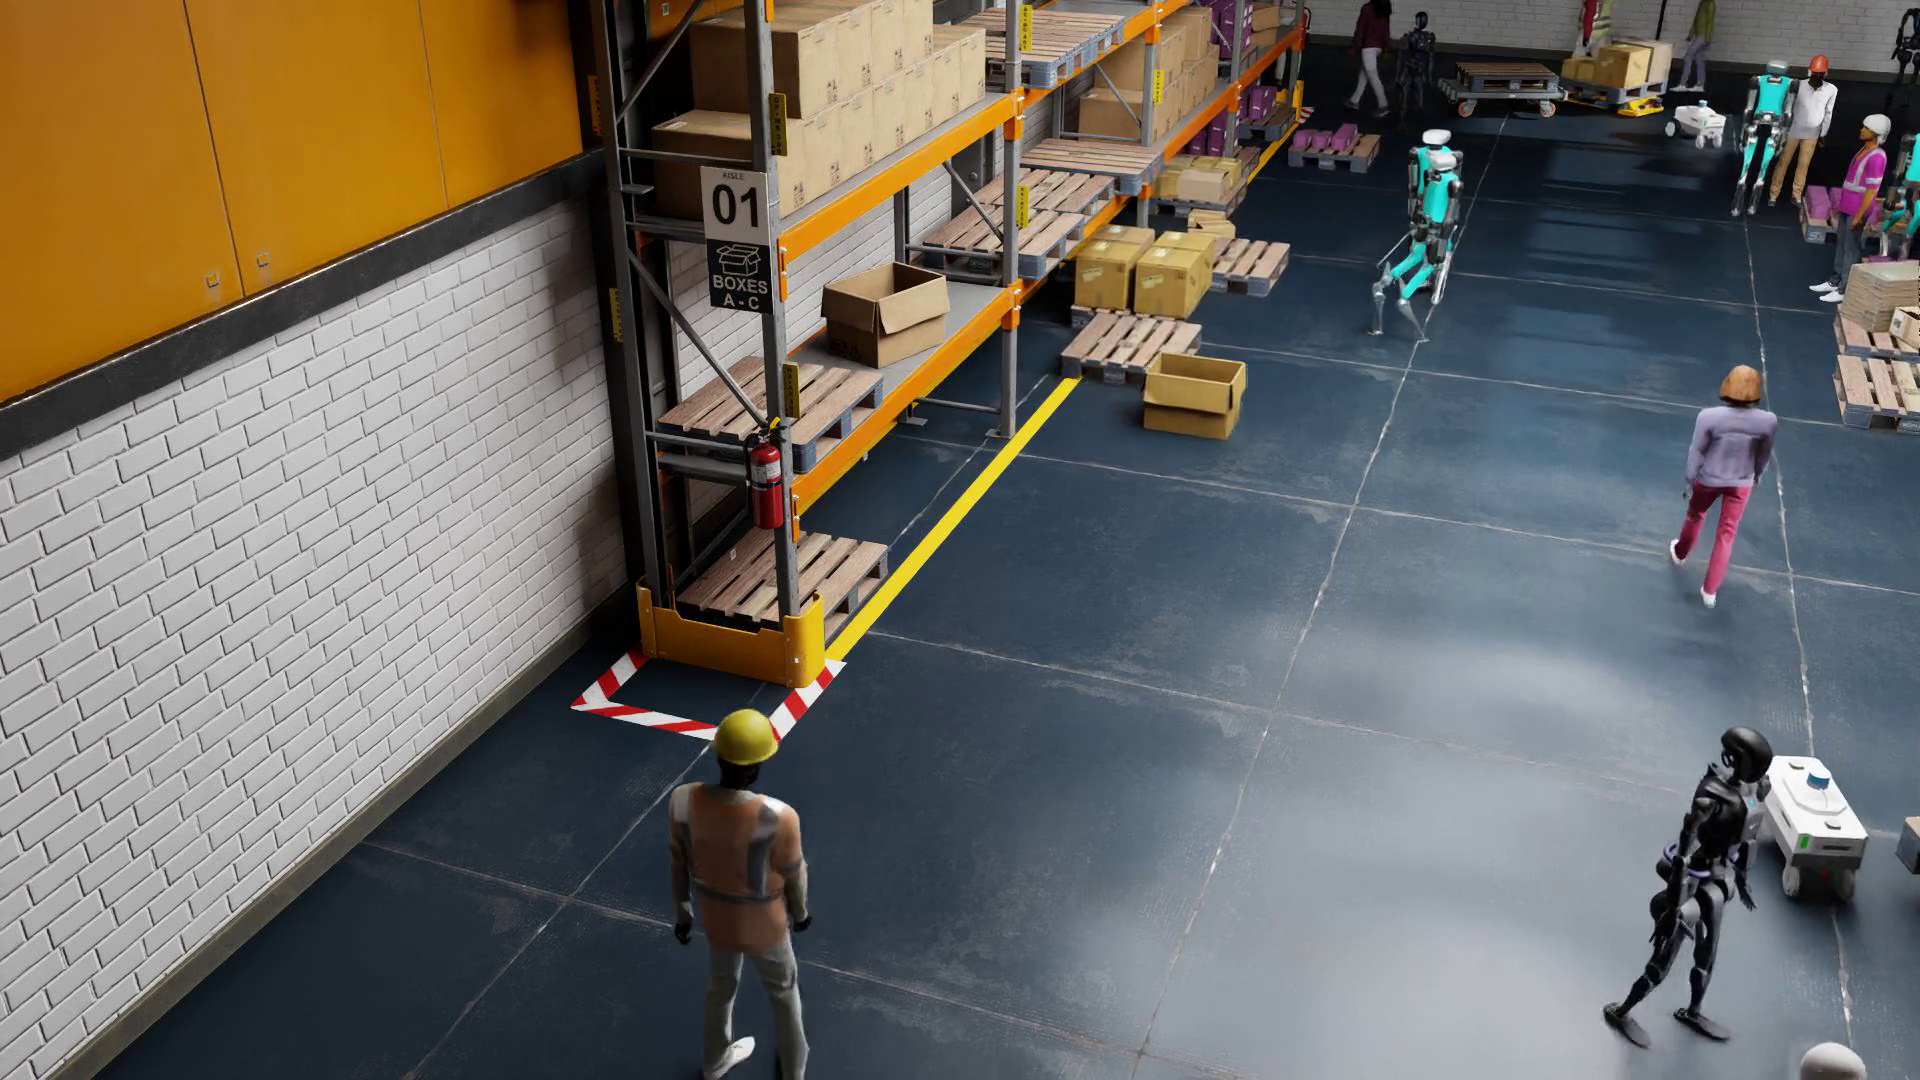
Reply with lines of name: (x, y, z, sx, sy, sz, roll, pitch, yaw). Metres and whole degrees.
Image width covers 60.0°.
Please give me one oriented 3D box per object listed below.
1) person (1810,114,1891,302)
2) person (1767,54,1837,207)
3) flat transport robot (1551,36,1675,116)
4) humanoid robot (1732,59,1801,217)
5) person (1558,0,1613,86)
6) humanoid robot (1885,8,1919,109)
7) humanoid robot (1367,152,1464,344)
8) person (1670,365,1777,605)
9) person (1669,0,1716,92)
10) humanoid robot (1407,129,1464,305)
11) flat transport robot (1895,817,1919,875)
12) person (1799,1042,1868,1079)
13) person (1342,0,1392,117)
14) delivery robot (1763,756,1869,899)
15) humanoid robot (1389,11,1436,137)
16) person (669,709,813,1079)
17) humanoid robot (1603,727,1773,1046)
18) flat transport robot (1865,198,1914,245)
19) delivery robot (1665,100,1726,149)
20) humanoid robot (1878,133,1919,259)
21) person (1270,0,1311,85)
person: (8.791, -3.261, 16.357, 0.337, 1.845, 0.516, 5, 28, 10)
person: (9.810, -4.753, 19.347, 0.562, 1.752, 0.325, 6, 28, 11)
flat transport robot: (9.404, -6.399, 24.163, 0.659, 0.231, 1.431, -19, 33, -32)
humanoid robot: (9.072, -4.504, 18.830, 0.534, 1.750, 0.653, 14, 30, 25)
person: (9.291, -7.522, 24.679, 0.648, 1.801, 0.894, -21, 34, -35)
humanoid robot: (13.686, -7.032, 23.853, 0.423, 1.640, 0.609, -23, 35, -38)
humanoid robot: (4.113, -2.640, 15.313, 0.802, 1.801, 0.531, -8, 28, -15)
person: (5.090, -0.418, 11.106, 0.514, 1.598, 0.796, 8, 28, 16)
person: (10.956, -7.500, 24.828, 0.663, 1.609, 0.536, 3, 27, 6)
humanoid robot: (4.712, -3.227, 16.415, 0.546, 1.750, 0.840, 15, 31, 27)
flat transport robot: (5.350, 1.896, 8.072, 0.659, 0.231, 1.431, -1, 27, -1)
person: (2.762, 2.341, 5.595, 0.793, 1.741, 0.470, -9, 29, -17)
person: (5.875, -6.998, 23.559, 0.499, 1.901, 1.013, -18, 32, -30)
delivery robot: (4.393, 1.438, 8.622, 0.499, 0.570, 0.747, 2, 27, 5)
humanoid robot: (6.069, -6.278, 22.385, 0.613, 1.641, 0.389, -7, 28, -14)
person: (-0.905, 1.541, 6.975, 0.589, 1.909, 0.469, 12, 30, 22)
humanoid robot: (3.232, 1.513, 7.296, 0.589, 1.656, 0.411, -17, 32, -30)
flat transport robot: (10.346, -3.629, 18.789, 0.659, 0.231, 1.431, 10, 29, 19)
delivery robot: (9.879, -5.577, 22.241, 0.499, 0.580, 0.766, -6, 28, -11)
humanoid robot: (9.569, -3.408, 16.794, 0.537, 1.828, 0.667, 7, 28, 13)
person: (5.009, -7.925, 25.305, 0.630, 1.936, 0.360, -5, 28, -10)
